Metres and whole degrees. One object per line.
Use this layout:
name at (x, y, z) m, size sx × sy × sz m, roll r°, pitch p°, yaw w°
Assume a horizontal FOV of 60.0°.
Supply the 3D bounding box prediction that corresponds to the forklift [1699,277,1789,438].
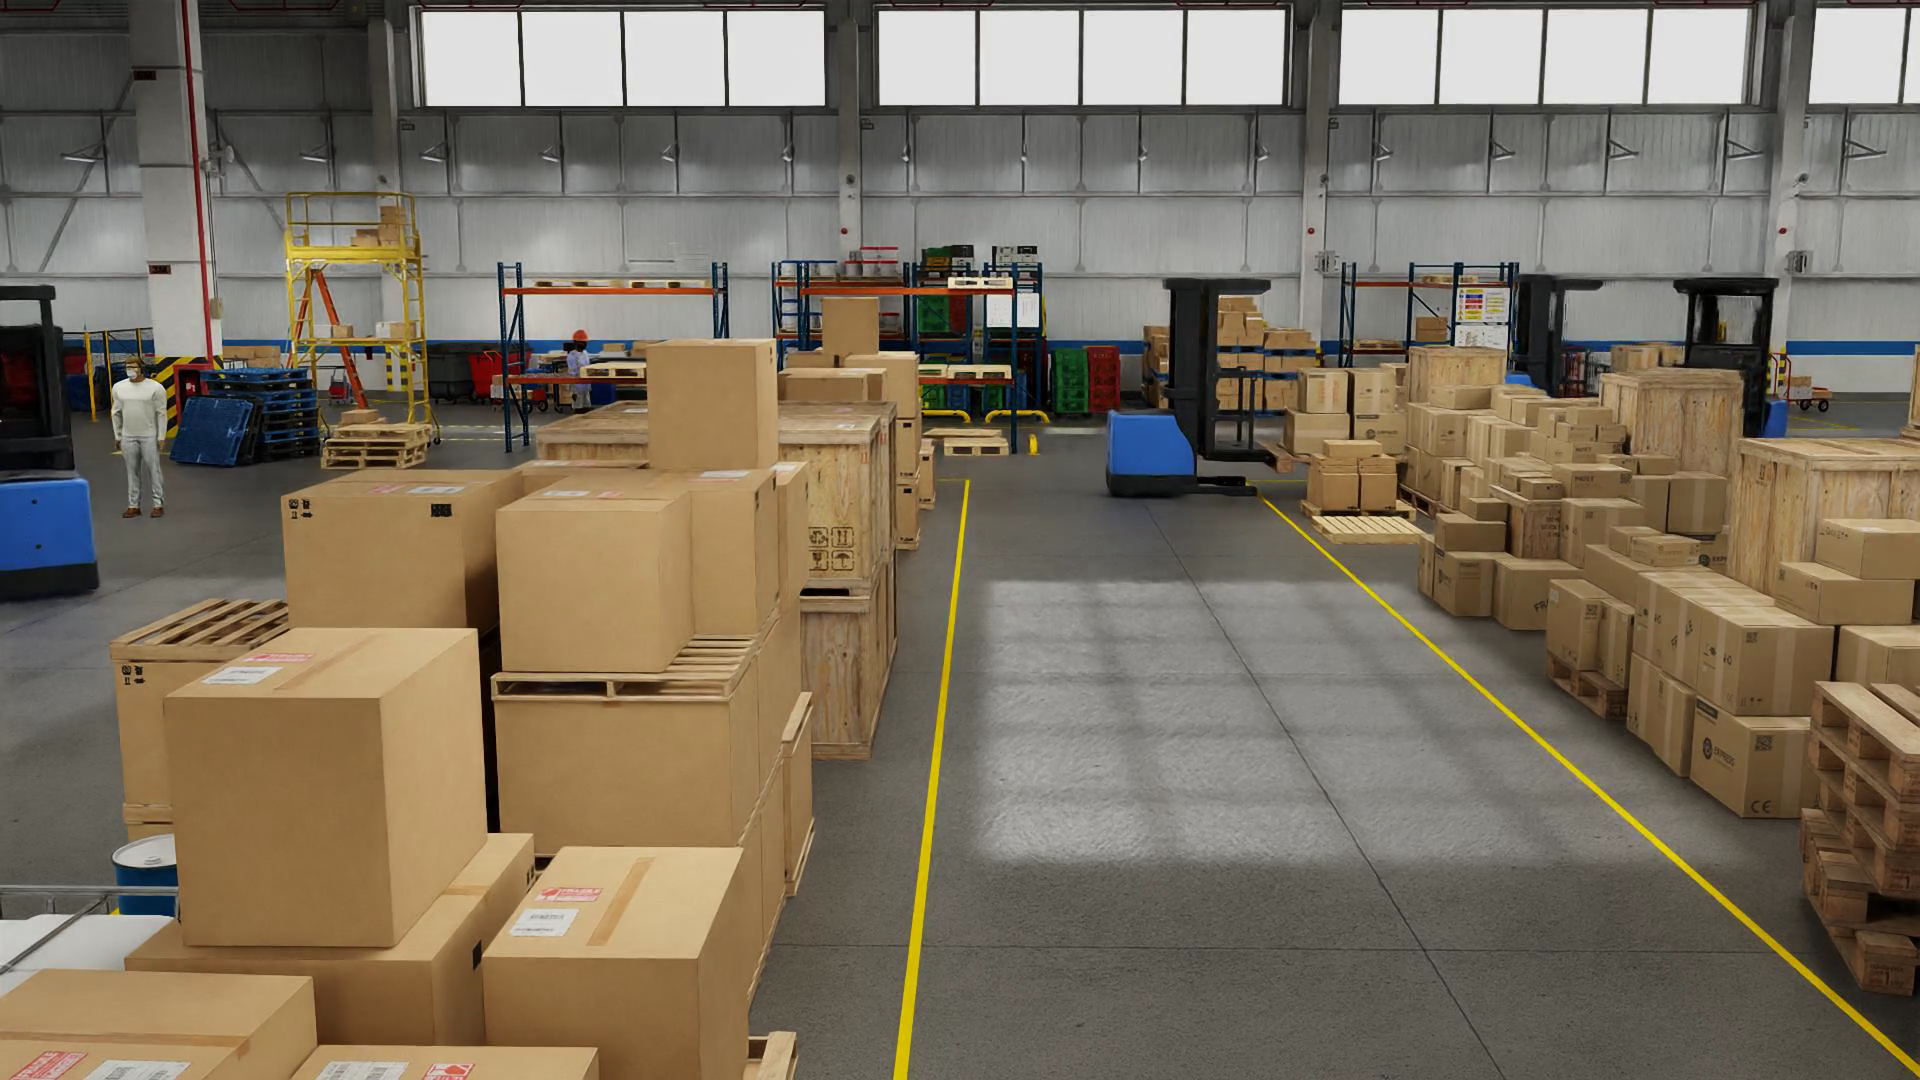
forklift at (10.820, -2.278, 23.280) m, size 1.129 × 2.768 × 1.873 m, roll 9°, pitch 13°, yaw 42°

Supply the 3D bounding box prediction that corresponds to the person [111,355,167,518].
person at (-9.760, -1.228, 19.805) m, size 0.632 × 1.940 × 0.372 m, roll -1°, pitch 10°, yaw -5°

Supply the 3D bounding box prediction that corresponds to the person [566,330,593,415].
person at (-6.263, -2.512, 27.545) m, size 0.374 × 1.932 × 0.544 m, roll 3°, pitch 10°, yaw 20°

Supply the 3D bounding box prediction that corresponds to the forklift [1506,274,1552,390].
forklift at (10.029, -3.284, 29.305) m, size 1.873 × 2.768 × 1.129 m, roll 0°, pitch 9°, yaw 1°

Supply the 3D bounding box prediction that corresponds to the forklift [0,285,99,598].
forklift at (-8.788, -0.960, 15.384) m, size 1.129 × 2.768 × 1.873 m, roll -7°, pitch 12°, yaw -34°

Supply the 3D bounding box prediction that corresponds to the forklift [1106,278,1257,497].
forklift at (2.884, -2.007, 21.659) m, size 1.873 × 2.768 × 1.129 m, roll 0°, pitch 9°, yaw 1°
